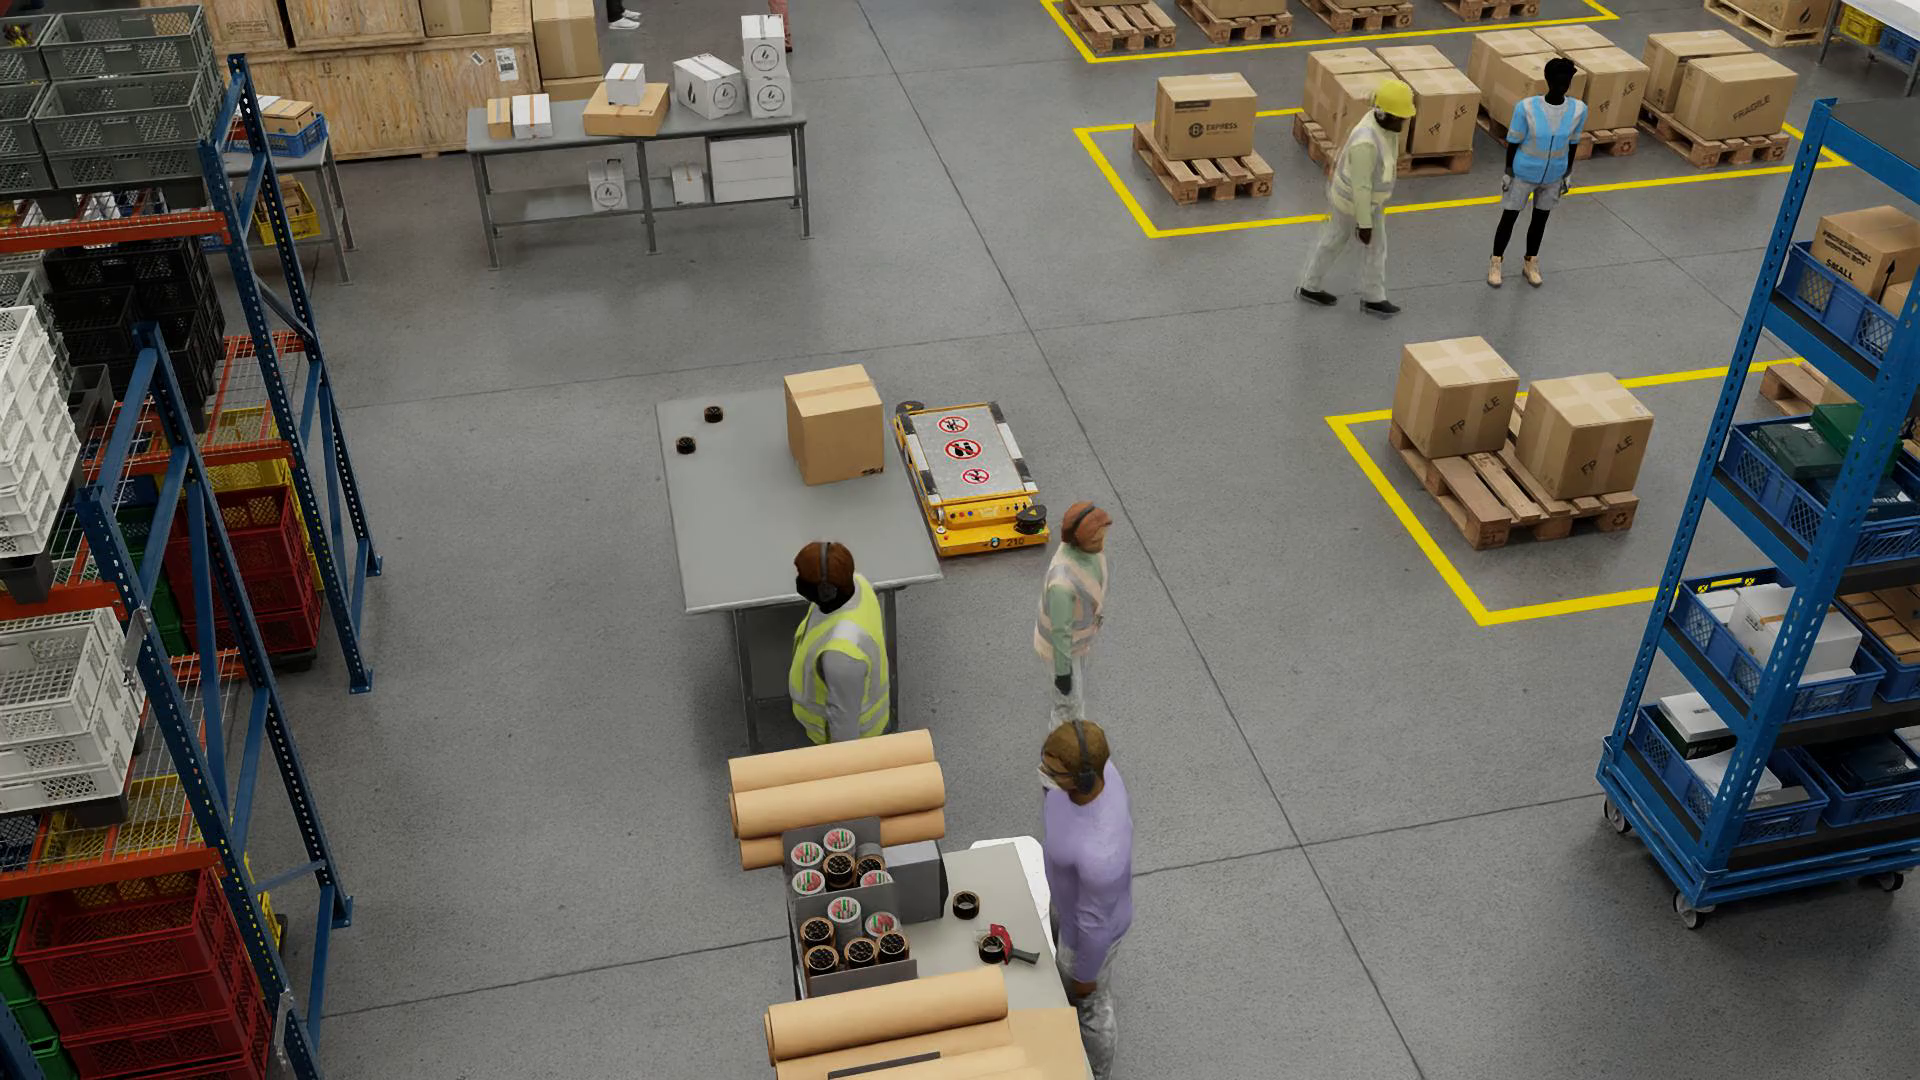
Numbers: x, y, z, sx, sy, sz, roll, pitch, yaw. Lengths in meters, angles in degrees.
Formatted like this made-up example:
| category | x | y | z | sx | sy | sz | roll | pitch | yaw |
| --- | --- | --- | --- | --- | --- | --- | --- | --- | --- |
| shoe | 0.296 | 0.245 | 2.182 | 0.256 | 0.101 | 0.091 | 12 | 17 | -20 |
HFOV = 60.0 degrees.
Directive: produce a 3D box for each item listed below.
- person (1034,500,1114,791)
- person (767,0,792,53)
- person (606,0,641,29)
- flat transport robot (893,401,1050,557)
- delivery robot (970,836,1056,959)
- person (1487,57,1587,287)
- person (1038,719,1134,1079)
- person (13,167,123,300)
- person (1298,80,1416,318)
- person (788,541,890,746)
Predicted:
| category | x | y | z | sx | sy | sz | roll | pitch | yaw |
| --- | --- | --- | --- | --- | --- | --- | --- | --- | --- |
| person | 0.524 | 0.468 | 7.770 | 0.351 | 1.624 | 0.560 | 12 | 38 | 15 |
| person | -1.813 | -5.551 | 15.643 | 0.401 | 1.900 | 0.650 | -7 | 37 | -9 |
| person | -3.416 | -5.977 | 16.205 | 0.399 | 1.915 | 0.591 | -5 | 37 | -7 |
| flat transport robot | 0.046 | -0.430 | 10.108 | 0.652 | 0.197 | 1.431 | -8 | 37 | -10 |
| delivery robot | 0.234 | 1.591 | 7.081 | 0.477 | 0.478 | 0.707 | -5 | 37 | -6 |
| person | 4.112 | -2.610 | 11.851 | 0.535 | 1.697 | 0.318 | -1 | 37 | -1 |
| person | 0.460 | 1.408 | 6.262 | 0.375 | 1.930 | 0.630 | -2 | 37 | -2 |
| person | -5.654 | -1.863 | 10.690 | 0.576 | 1.885 | 0.352 | -26 | 44 | -31 |
| person | 2.782 | -2.338 | 11.426 | 0.854 | 1.772 | 0.617 | 20 | 41 | 25 |
| person | -0.515 | 0.763 | 7.212 | 0.429 | 1.834 | 0.629 | -2 | 37 | -2 |
